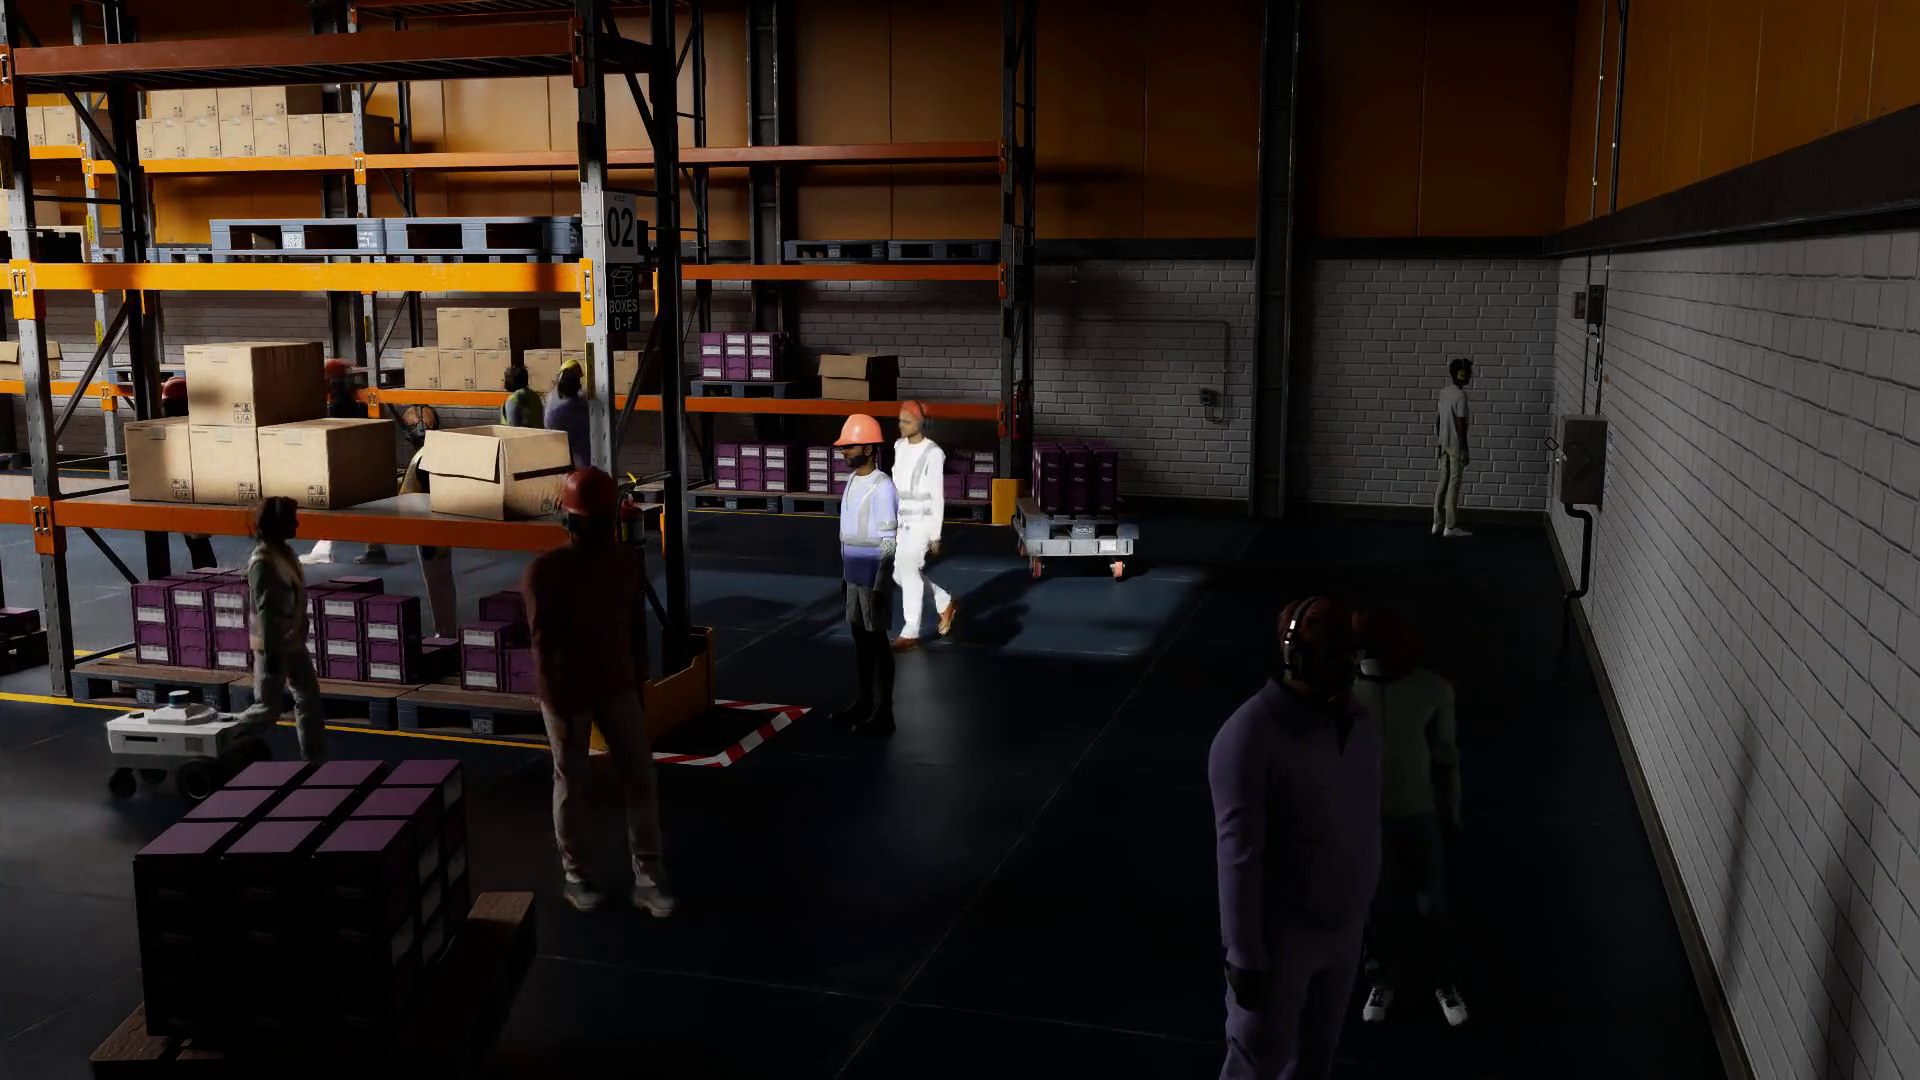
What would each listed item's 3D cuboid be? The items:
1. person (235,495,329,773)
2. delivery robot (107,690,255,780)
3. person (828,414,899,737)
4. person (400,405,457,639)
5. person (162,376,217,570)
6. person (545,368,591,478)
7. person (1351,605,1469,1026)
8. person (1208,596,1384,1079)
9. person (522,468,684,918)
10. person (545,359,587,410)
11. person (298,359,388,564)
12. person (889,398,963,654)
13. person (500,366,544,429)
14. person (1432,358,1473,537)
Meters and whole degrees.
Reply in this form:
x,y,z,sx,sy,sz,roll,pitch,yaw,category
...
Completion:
x,y,z,sx,sy,sz,roll,pitch,yaw,category
-3.703,0.563,8.862,0.718,1.616,0.525,-1,9,-6,person
-4.136,1.044,8.843,0.707,0.478,0.477,1,9,9,delivery robot
-0.578,0.209,10.020,0.358,1.938,0.542,-5,11,-29,person
-3.787,-0.046,11.891,0.429,1.837,0.621,-3,10,-15,person
-6.206,-0.345,13.386,0.361,1.940,0.543,-7,12,-38,person
-3.436,-0.590,14.960,0.798,1.914,0.636,4,10,25,person
1.570,1.017,6.113,0.554,1.595,0.387,1,9,9,person
0.981,1.097,4.698,0.641,1.910,0.401,-8,12,-40,person
-1.517,0.677,7.080,0.609,1.961,0.796,-7,12,-38,person
-4.106,-1.001,17.709,0.587,1.833,0.404,4,10,23,person
-5.844,-0.728,15.668,0.847,1.962,0.637,-2,10,-12,person
-0.270,-0.115,12.188,0.638,1.867,0.579,-6,11,-31,person
-4.567,-0.857,16.886,0.847,1.812,0.654,2,10,15,person
5.171,-0.967,17.407,0.312,1.864,0.532,-2,10,-13,person
